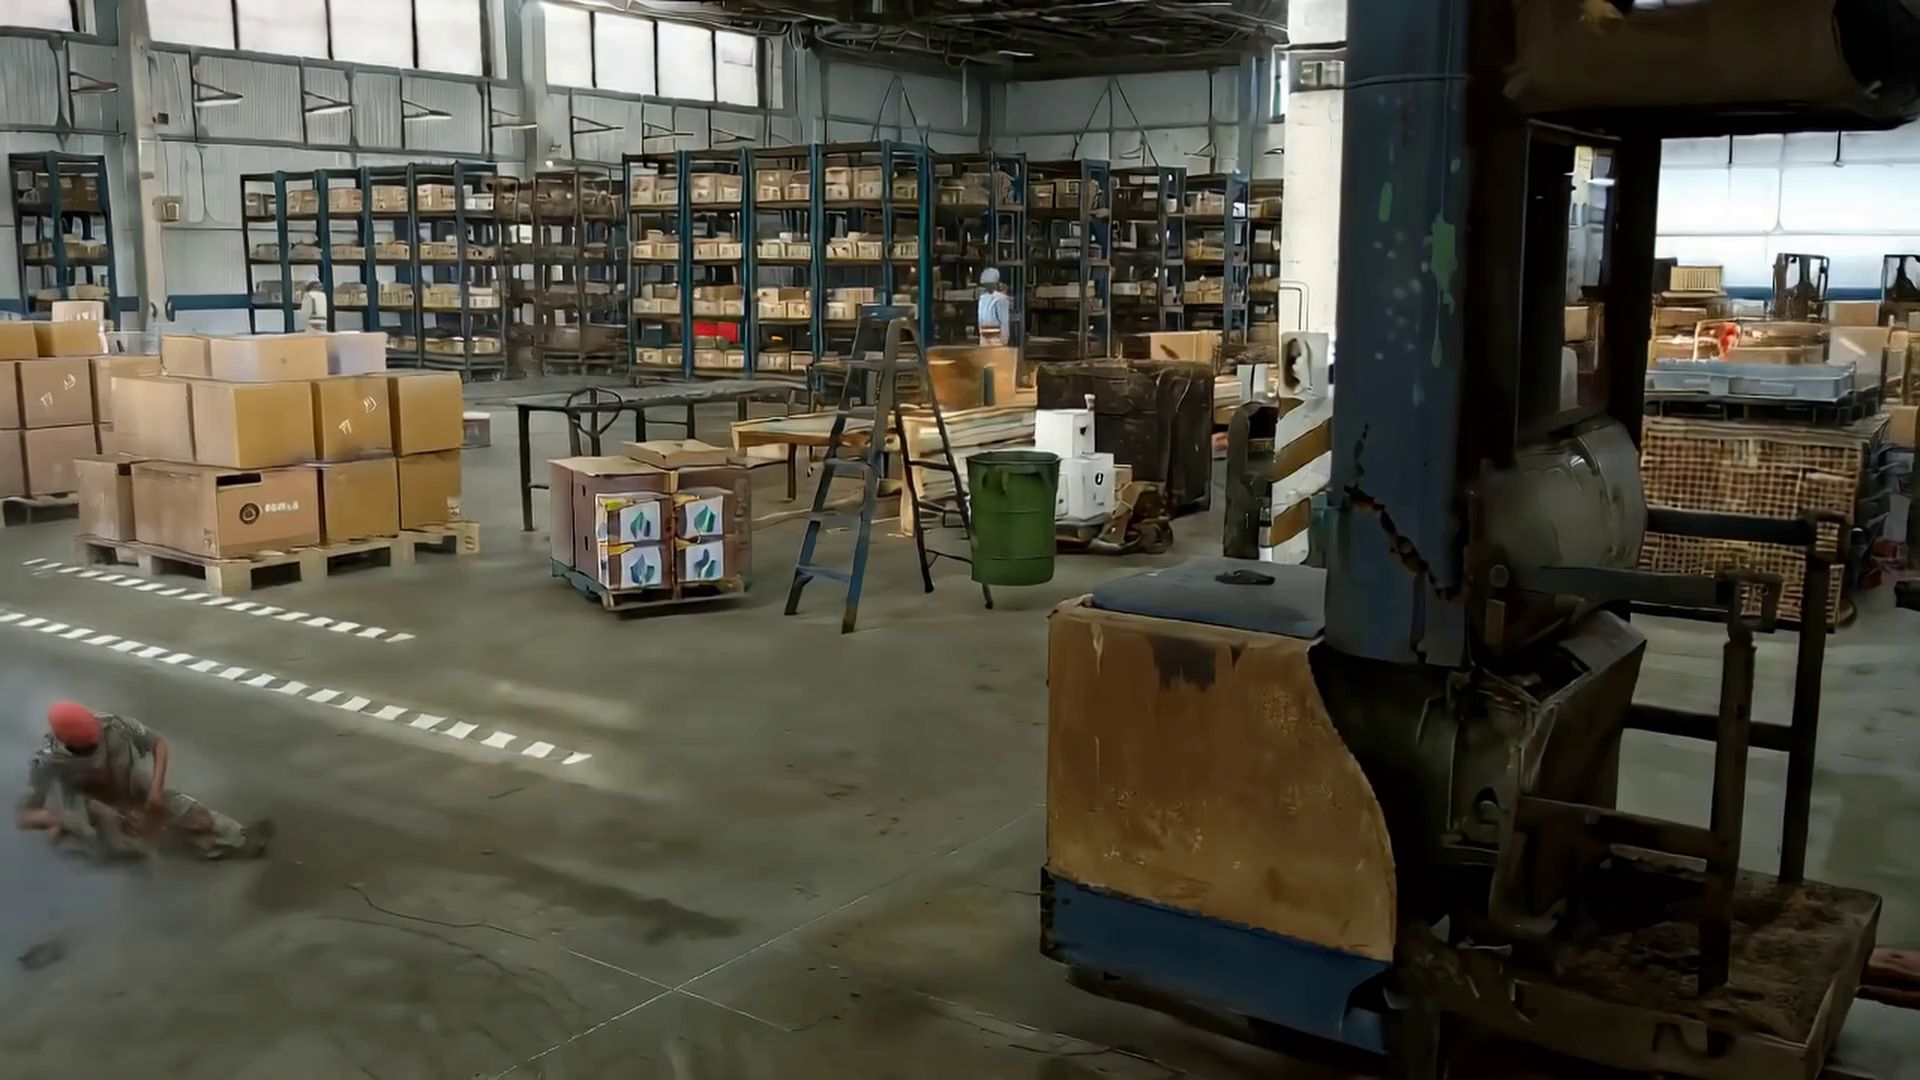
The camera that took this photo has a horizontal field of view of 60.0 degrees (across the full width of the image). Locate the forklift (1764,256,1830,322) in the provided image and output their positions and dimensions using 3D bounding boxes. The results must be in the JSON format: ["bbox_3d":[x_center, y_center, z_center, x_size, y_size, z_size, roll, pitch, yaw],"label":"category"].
[{"bbox_3d":[20.253,-5.854,40.139,1.157,1.987,2.680,7,12,35],"label":"forklift"}]

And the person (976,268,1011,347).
[{"bbox_3d":[0.476,-2.707,22.500,0.543,1.930,0.610,-7,12,-35],"label":"person"}]

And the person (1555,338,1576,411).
[{"bbox_3d":[4.413,-0.980,12.742,0.538,1.755,0.368,4,10,23],"label":"person"}]

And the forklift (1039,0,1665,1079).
[{"bbox_3d":[1.249,-0.137,4.360,1.873,2.768,1.129,7,12,35],"label":"forklift"}]

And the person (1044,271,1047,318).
[{"bbox_3d":[1.962,-5.582,39.928,0.580,1.832,0.404,8,12,39],"label":"person"}]

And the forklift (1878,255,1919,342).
[{"bbox_3d":[22.089,-5.634,38.796,1.157,1.987,2.680,6,11,33],"label":"forklift"}]

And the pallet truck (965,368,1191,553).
[{"bbox_3d":[0.845,-0.609,11.869,1.630,1.274,0.653,7,12,35],"label":"pallet truck"}]

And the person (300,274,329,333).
[{"bbox_3d":[-10.707,-3.525,27.714,0.585,1.816,0.596,3,10,17],"label":"person"}]

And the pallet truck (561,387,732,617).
[{"bbox_3d":[-1.981,-0.274,10.088,0.680,1.201,1.601,-5,11,-28],"label":"pallet truck"}]
